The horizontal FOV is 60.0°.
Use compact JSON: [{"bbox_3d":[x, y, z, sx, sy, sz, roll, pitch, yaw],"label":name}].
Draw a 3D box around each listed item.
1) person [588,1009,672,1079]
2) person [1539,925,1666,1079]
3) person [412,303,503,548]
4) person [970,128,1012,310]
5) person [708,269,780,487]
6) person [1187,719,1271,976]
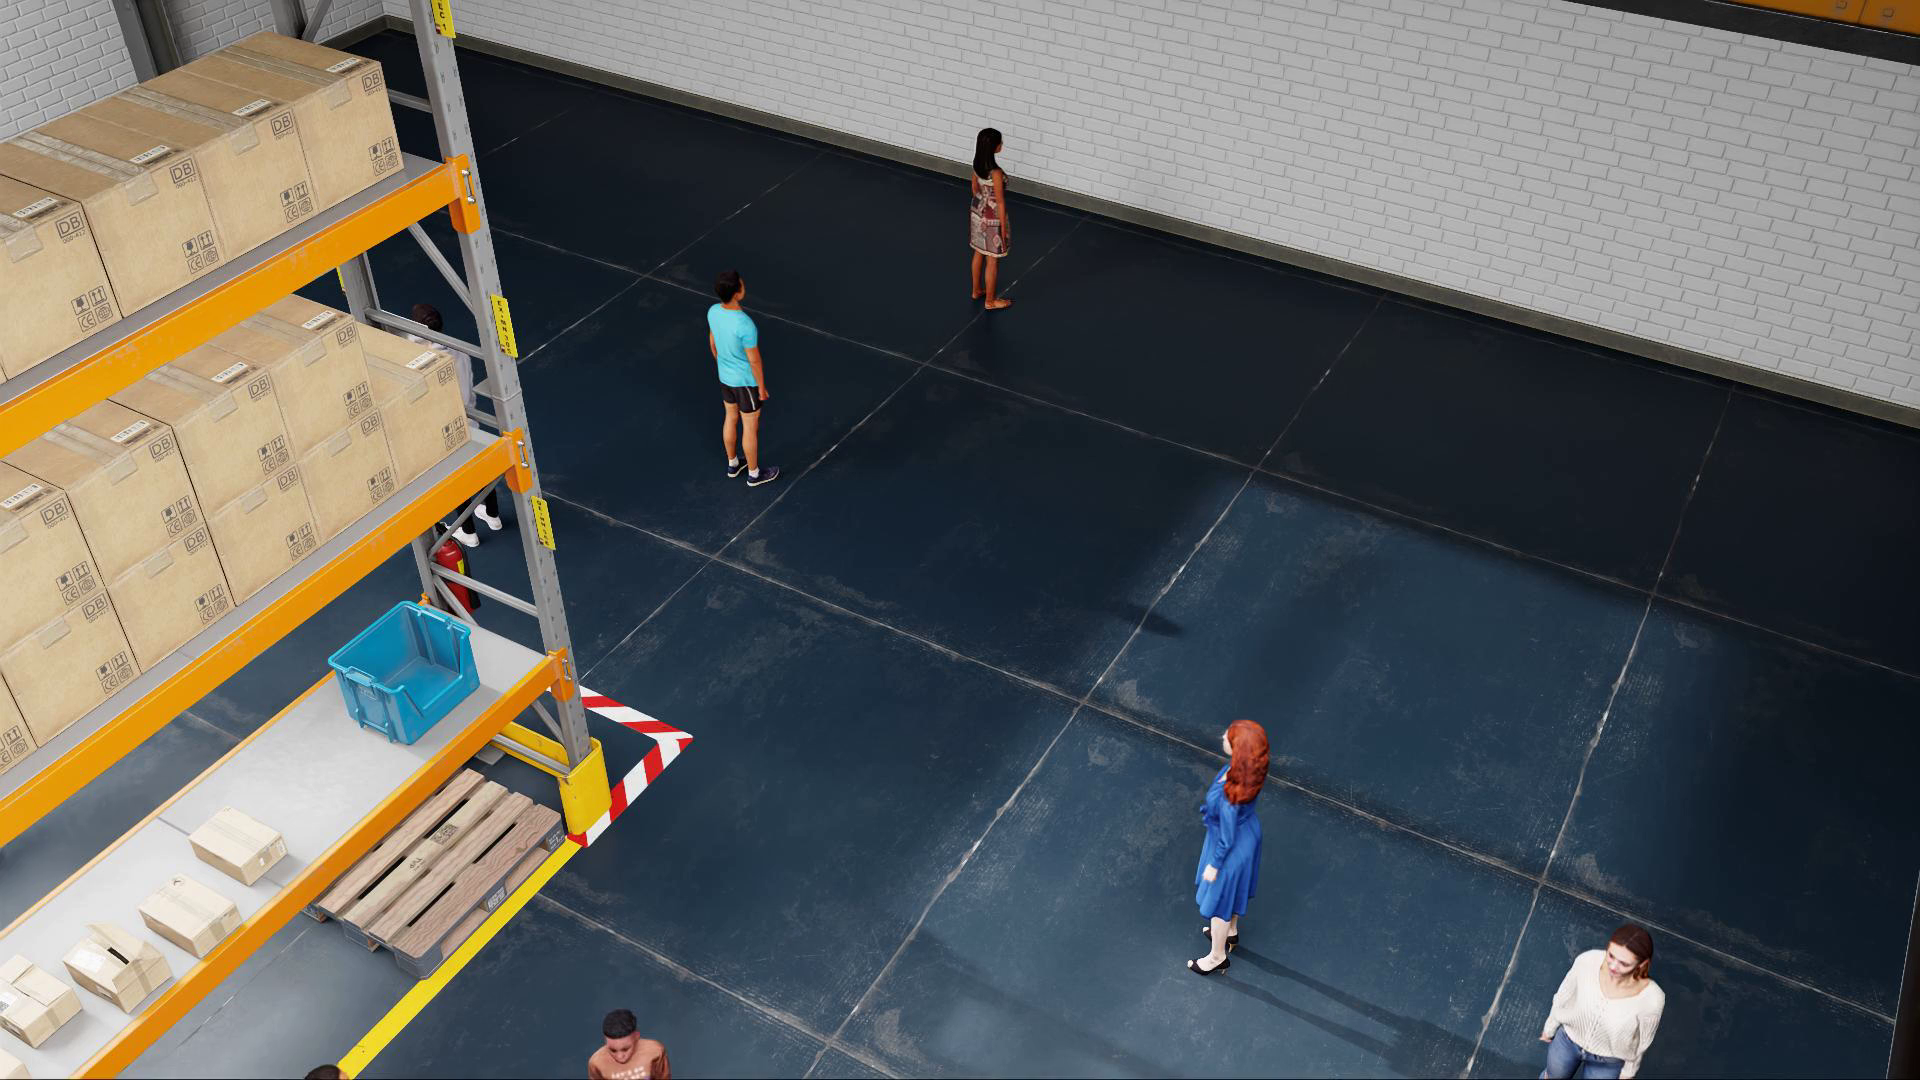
[{"bbox_3d":[-1.558,2.605,7.983,0.792,1.230,0.901,-4,39,-5],"label":"person"},{"bbox_3d":[2.993,2.393,7.878,0.664,1.691,0.617,29,47,31],"label":"person"},{"bbox_3d":[-3.559,-0.809,11.696,0.741,1.931,0.546,22,44,25],"label":"person"},{"bbox_3d":[0.246,-2.797,14.413,0.708,1.645,0.725,-20,43,-23],"label":"person"},{"bbox_3d":[-1.640,-1.195,12.304,0.652,1.776,0.566,27,46,30],"label":"person"},{"bbox_3d":[1.422,1.627,8.727,0.662,1.829,0.493,19,42,22],"label":"person"}]
